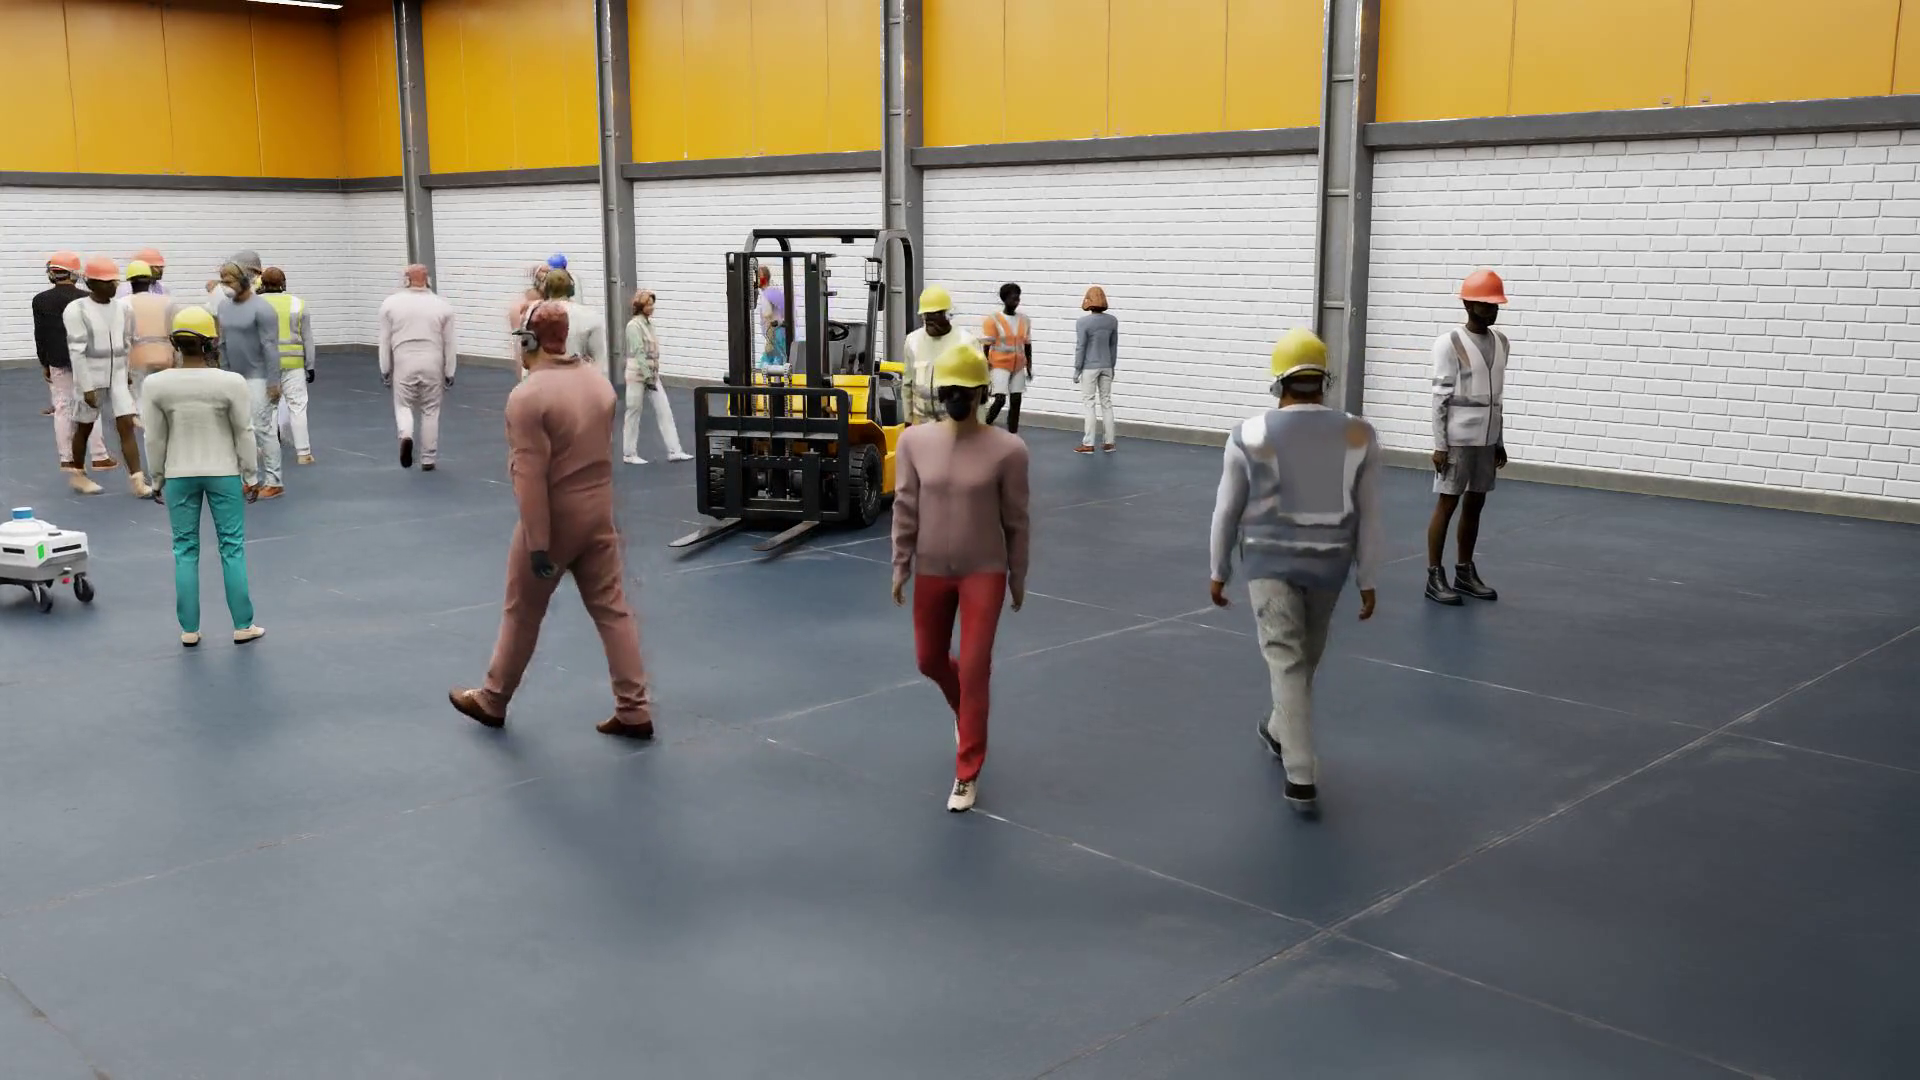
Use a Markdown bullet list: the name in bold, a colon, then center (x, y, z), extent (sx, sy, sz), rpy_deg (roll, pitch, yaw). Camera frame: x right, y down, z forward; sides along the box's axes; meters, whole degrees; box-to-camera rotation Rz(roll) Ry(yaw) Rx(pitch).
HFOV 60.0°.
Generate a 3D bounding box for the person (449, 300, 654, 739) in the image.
- **person**: center (-1.746, -0.076, 7.064), extent (0.998, 1.860, 0.661), rpy_deg (5, 12, 28)

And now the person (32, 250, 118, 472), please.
- **person**: center (-8.013, -1.611, 15.048), extent (0.611, 1.996, 0.378), rpy_deg (0, 10, -2)

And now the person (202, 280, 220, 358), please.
- **person**: center (-8.902, -2.357, 20.199), extent (0.714, 1.589, 0.513), rpy_deg (8, 13, 36)

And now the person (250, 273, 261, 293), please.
- **person**: center (-11.507, -3.662, 27.228), extent (0.517, 1.621, 0.361), rpy_deg (-1, 10, -7)

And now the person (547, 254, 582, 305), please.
- **person**: center (-5.111, -2.774, 21.711), extent (0.395, 1.900, 0.709), rpy_deg (3, 11, 16)

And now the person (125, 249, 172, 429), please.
- **person**: center (-8.769, -2.181, 18.199), extent (1.091, 1.981, 0.614), rpy_deg (1, 10, 3)

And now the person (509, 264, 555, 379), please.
- **person**: center (-3.780, -1.548, 15.044), extent (0.552, 1.878, 0.690), rpy_deg (7, 13, 34)

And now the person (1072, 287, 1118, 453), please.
- **person**: center (1.330, -1.657, 16.334), extent (0.513, 1.641, 0.352), rpy_deg (-7, 12, -32)

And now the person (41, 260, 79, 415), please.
- **person**: center (-10.640, -2.387, 19.709), extent (0.744, 1.840, 0.514), rpy_deg (4, 11, 20)

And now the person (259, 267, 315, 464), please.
- **person**: center (-6.318, -1.607, 15.450), extent (0.633, 1.843, 0.429), rpy_deg (-4, 11, -18)

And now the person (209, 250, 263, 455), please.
- **person**: center (-6.979, -1.816, 16.047), extent (0.634, 2.000, 0.757), rpy_deg (0, 10, -1)

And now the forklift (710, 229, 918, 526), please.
- **forklift**: center (-1.050, -1.319, 12.920), extent (1.214, 2.155, 2.313), rpy_deg (2, 11, 13)

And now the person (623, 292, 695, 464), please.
- **person**: center (-2.823, -1.485, 15.432), extent (0.754, 1.610, 0.520), rpy_deg (3, 11, 16)

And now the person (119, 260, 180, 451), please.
- **person**: center (-7.659, -1.692, 15.748), extent (0.585, 1.904, 0.568), rpy_deg (-10, 14, -42)

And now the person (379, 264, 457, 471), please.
- **person**: center (-4.858, -1.531, 14.943), extent (0.680, 1.877, 0.579), rpy_deg (-3, 11, -17)

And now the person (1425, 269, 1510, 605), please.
- **person**: center (2.978, -0.591, 9.650), extent (0.549, 1.936, 0.376), rpy_deg (-6, 12, -28)

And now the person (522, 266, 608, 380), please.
- **person**: center (-2.983, -1.087, 12.472), extent (0.637, 1.912, 0.906), rpy_deg (1, 10, 3)

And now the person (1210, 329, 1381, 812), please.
- **person**: center (1.271, 0.088, 6.387), extent (0.606, 1.779, 0.950), rpy_deg (-1, 10, -4)

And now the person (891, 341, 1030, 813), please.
- **person**: center (0.018, 0.100, 6.399), extent (0.526, 1.744, 0.726), rpy_deg (3, 11, 16)

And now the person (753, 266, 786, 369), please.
- **person**: center (-2.156, -2.408, 20.023), extent (0.968, 1.782, 0.560), rpy_deg (0, 10, -2)

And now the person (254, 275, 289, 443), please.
- **person**: center (-7.023, -1.831, 16.971), extent (0.556, 1.730, 0.752), rpy_deg (-4, 11, -21)

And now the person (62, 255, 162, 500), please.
- **person**: center (-6.975, -1.308, 13.490), extent (1.012, 1.978, 0.611), rpy_deg (6, 12, 29)

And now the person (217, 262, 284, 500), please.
- **person**: center (-5.731, -1.282, 13.467), extent (0.647, 1.918, 0.417), rpy_deg (6, 12, 28)

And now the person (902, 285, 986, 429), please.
- **person**: center (-0.094, -0.922, 11.874), extent (0.629, 1.793, 0.812), rpy_deg (4, 11, 21)

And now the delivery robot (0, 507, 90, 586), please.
- **delivery robot**: center (-5.403, 0.055, 9.626), extent (0.707, 0.478, 0.477), rpy_deg (5, 12, 24)

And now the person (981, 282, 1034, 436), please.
- **person**: center (0.447, -1.699, 16.389), extent (0.559, 1.677, 0.404), rpy_deg (-6, 12, -31)

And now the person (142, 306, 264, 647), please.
- **person**: center (-3.936, -0.325, 8.666), extent (0.535, 1.767, 0.317), rpy_deg (-2, 11, -12)
